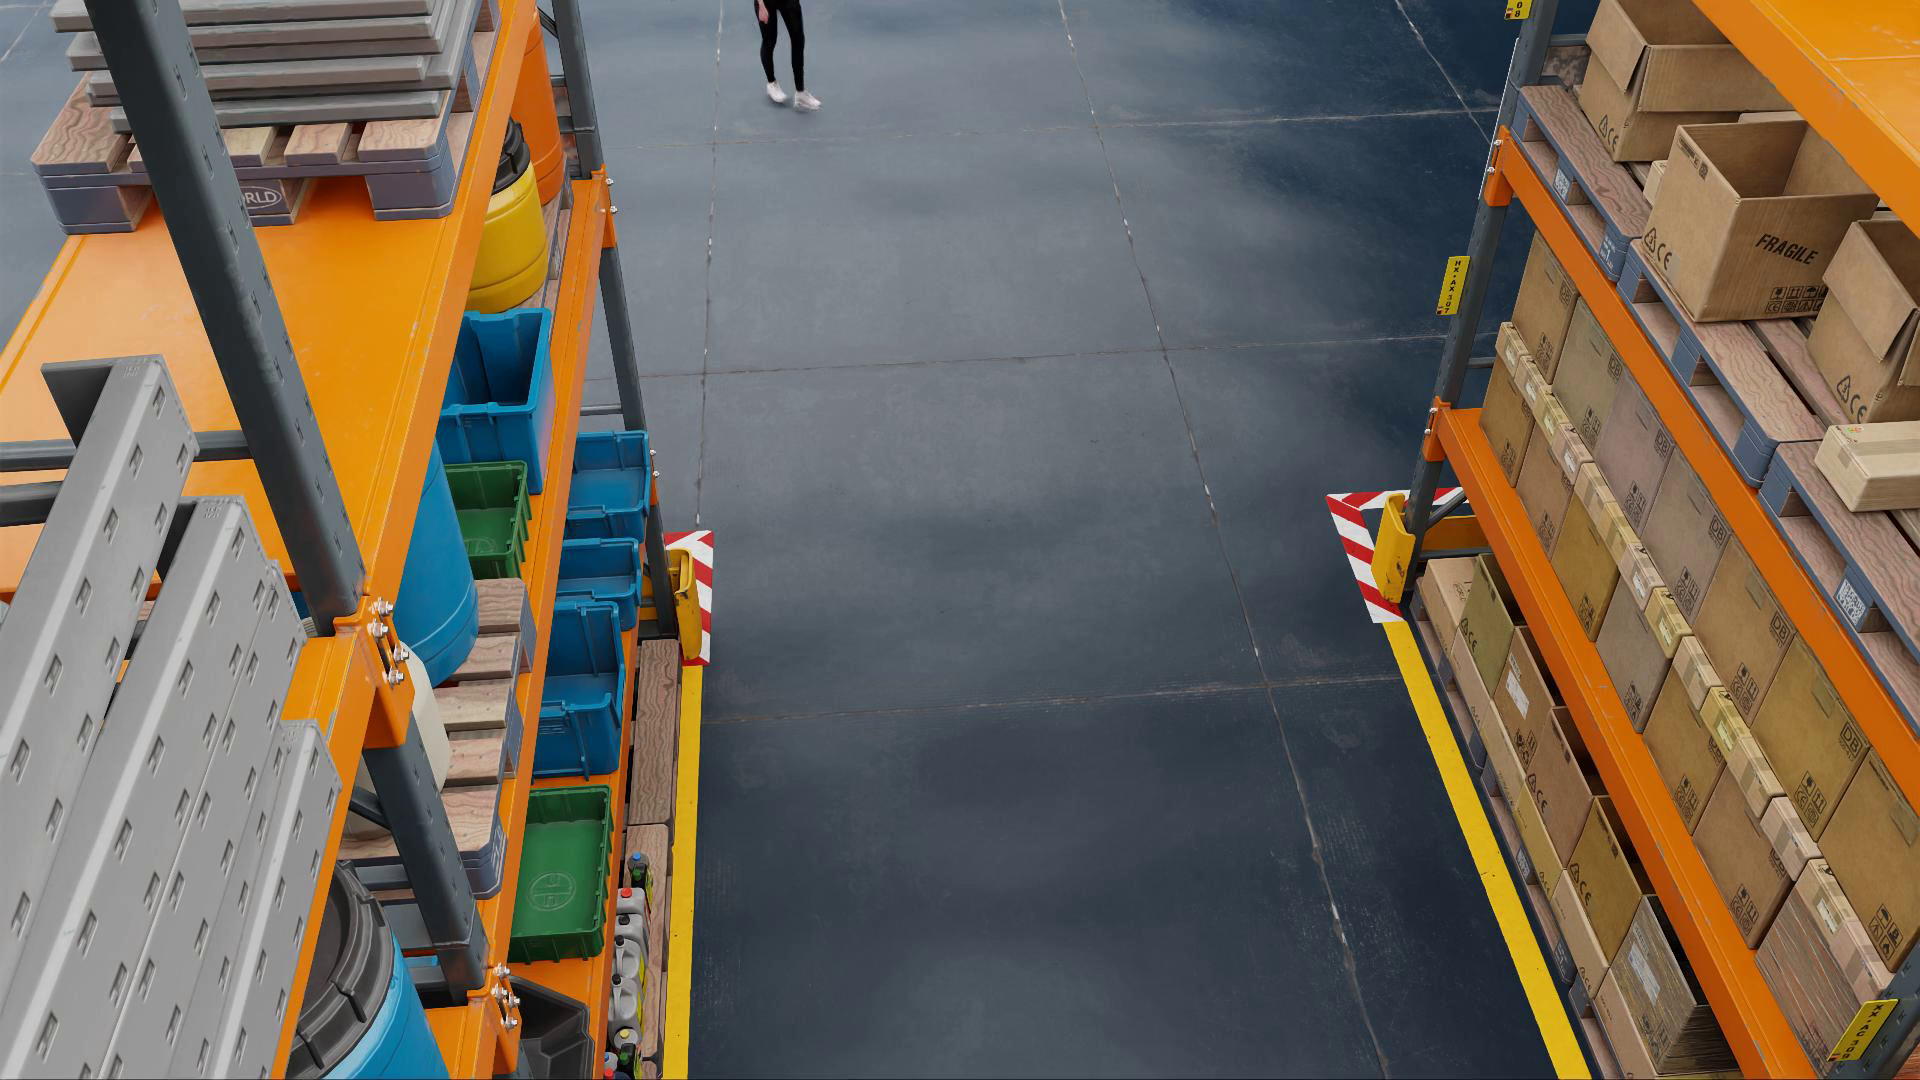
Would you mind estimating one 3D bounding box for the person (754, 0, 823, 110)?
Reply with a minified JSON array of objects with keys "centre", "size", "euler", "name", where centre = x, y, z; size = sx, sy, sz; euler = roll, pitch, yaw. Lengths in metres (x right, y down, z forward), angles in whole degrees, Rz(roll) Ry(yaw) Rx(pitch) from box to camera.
[{"centre":[-1.476,-4.206,12.874],"size":[0.849,1.724,0.948],"euler":[-29,50,-28],"name":"person"}]
